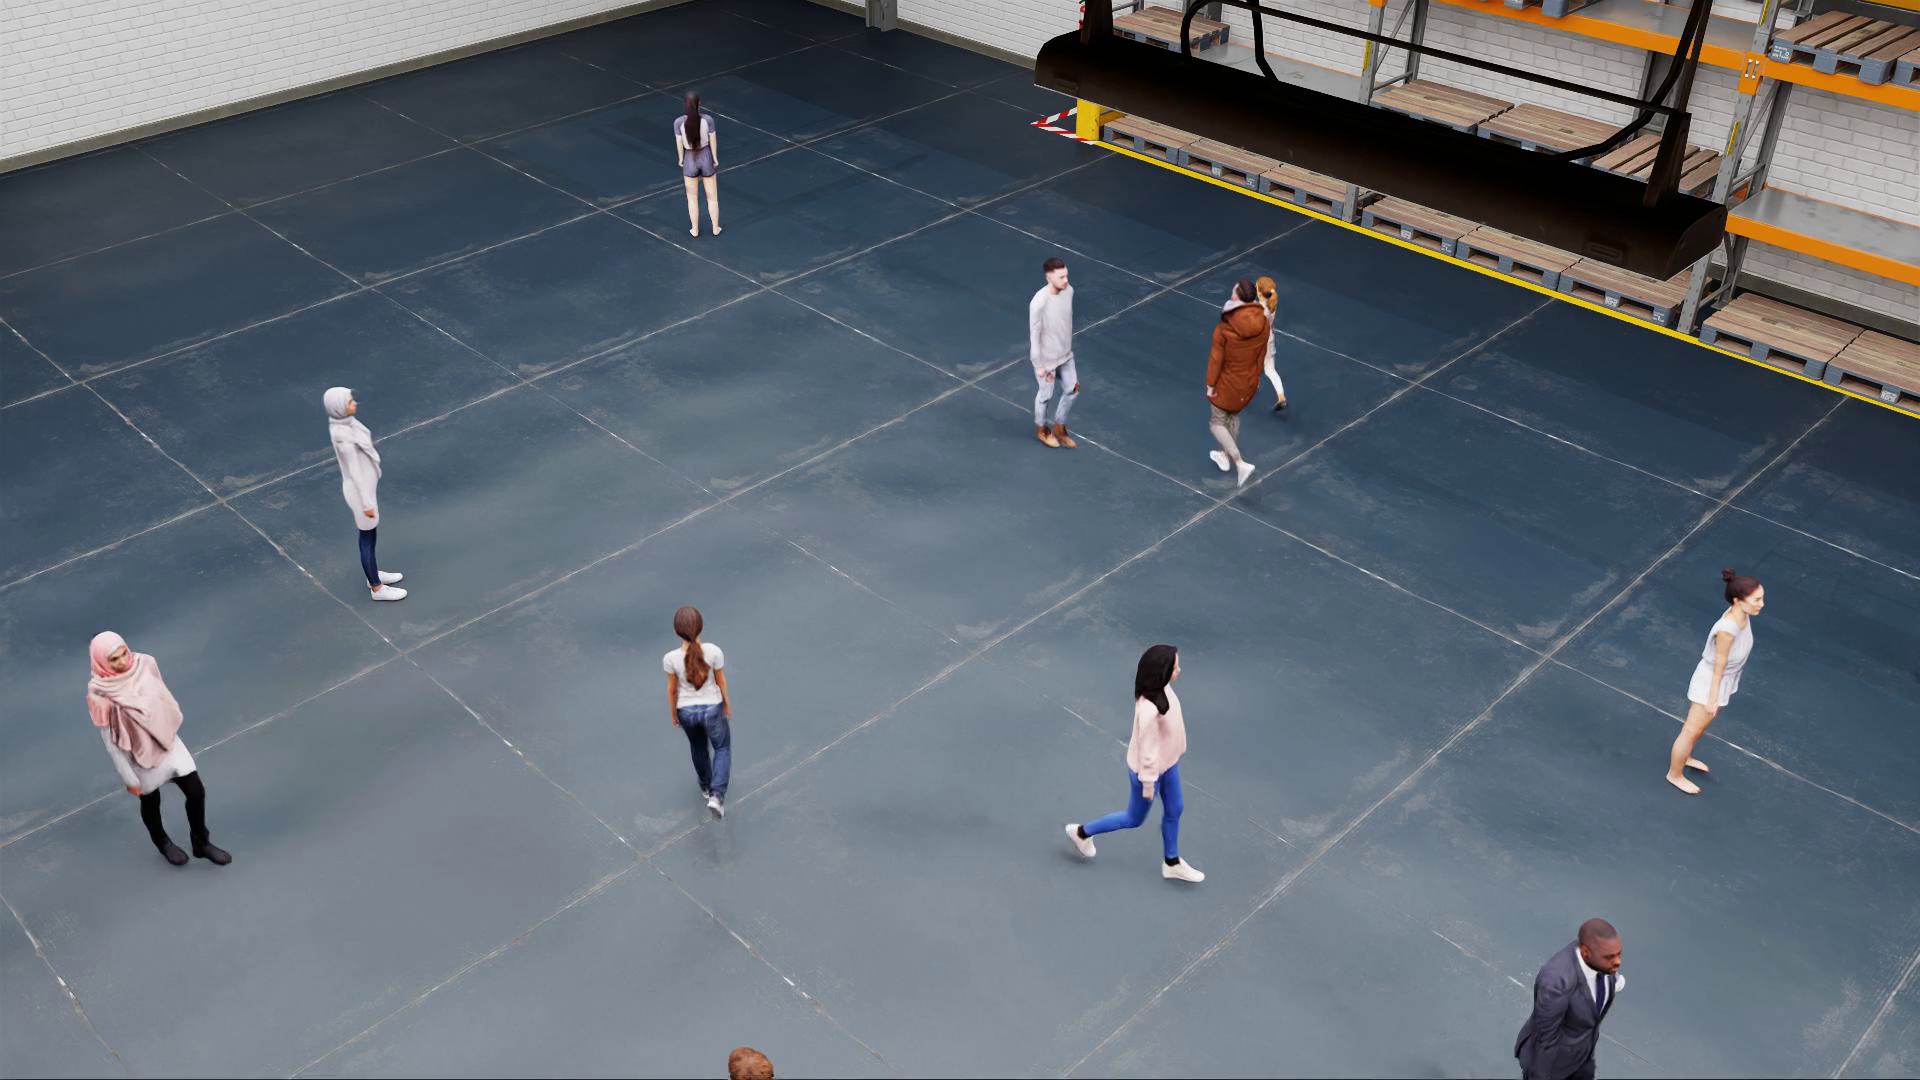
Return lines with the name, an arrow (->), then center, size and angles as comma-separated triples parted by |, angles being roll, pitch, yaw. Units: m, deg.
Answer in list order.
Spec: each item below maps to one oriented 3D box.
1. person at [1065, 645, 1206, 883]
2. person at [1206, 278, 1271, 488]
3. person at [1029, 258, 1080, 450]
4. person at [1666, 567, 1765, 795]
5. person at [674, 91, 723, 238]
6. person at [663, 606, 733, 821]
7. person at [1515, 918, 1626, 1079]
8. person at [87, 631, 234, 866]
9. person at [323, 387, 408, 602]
person -> 1.064, 1.349, 9.955 | 1.212, 1.742, 0.939 | 13, 36, 18
person -> 2.320, -1.275, 13.833 | 0.899, 1.818, 1.094 | -15, 37, -22
person -> 0.735, -1.638, 14.382 | 0.719, 1.816, 0.655 | -26, 42, -34
person -> 4.884, 0.899, 10.752 | 0.562, 1.608, 0.600 | 21, 39, 29
person -> -2.871, -4.138, 18.295 | 0.684, 1.647, 0.713 | -6, 34, -9
person -> -1.623, 1.102, 10.497 | 0.849, 1.552, 0.956 | -4, 34, -6
person -> 2.875, 2.478, 8.196 | 0.753, 1.808, 0.727 | -20, 39, -27
person -> -4.967, 1.266, 10.040 | 0.860, 1.785, 0.769 | 16, 37, 22
person -> -4.500, -0.352, 12.483 | 0.745, 1.775, 0.615 | -11, 35, -15
